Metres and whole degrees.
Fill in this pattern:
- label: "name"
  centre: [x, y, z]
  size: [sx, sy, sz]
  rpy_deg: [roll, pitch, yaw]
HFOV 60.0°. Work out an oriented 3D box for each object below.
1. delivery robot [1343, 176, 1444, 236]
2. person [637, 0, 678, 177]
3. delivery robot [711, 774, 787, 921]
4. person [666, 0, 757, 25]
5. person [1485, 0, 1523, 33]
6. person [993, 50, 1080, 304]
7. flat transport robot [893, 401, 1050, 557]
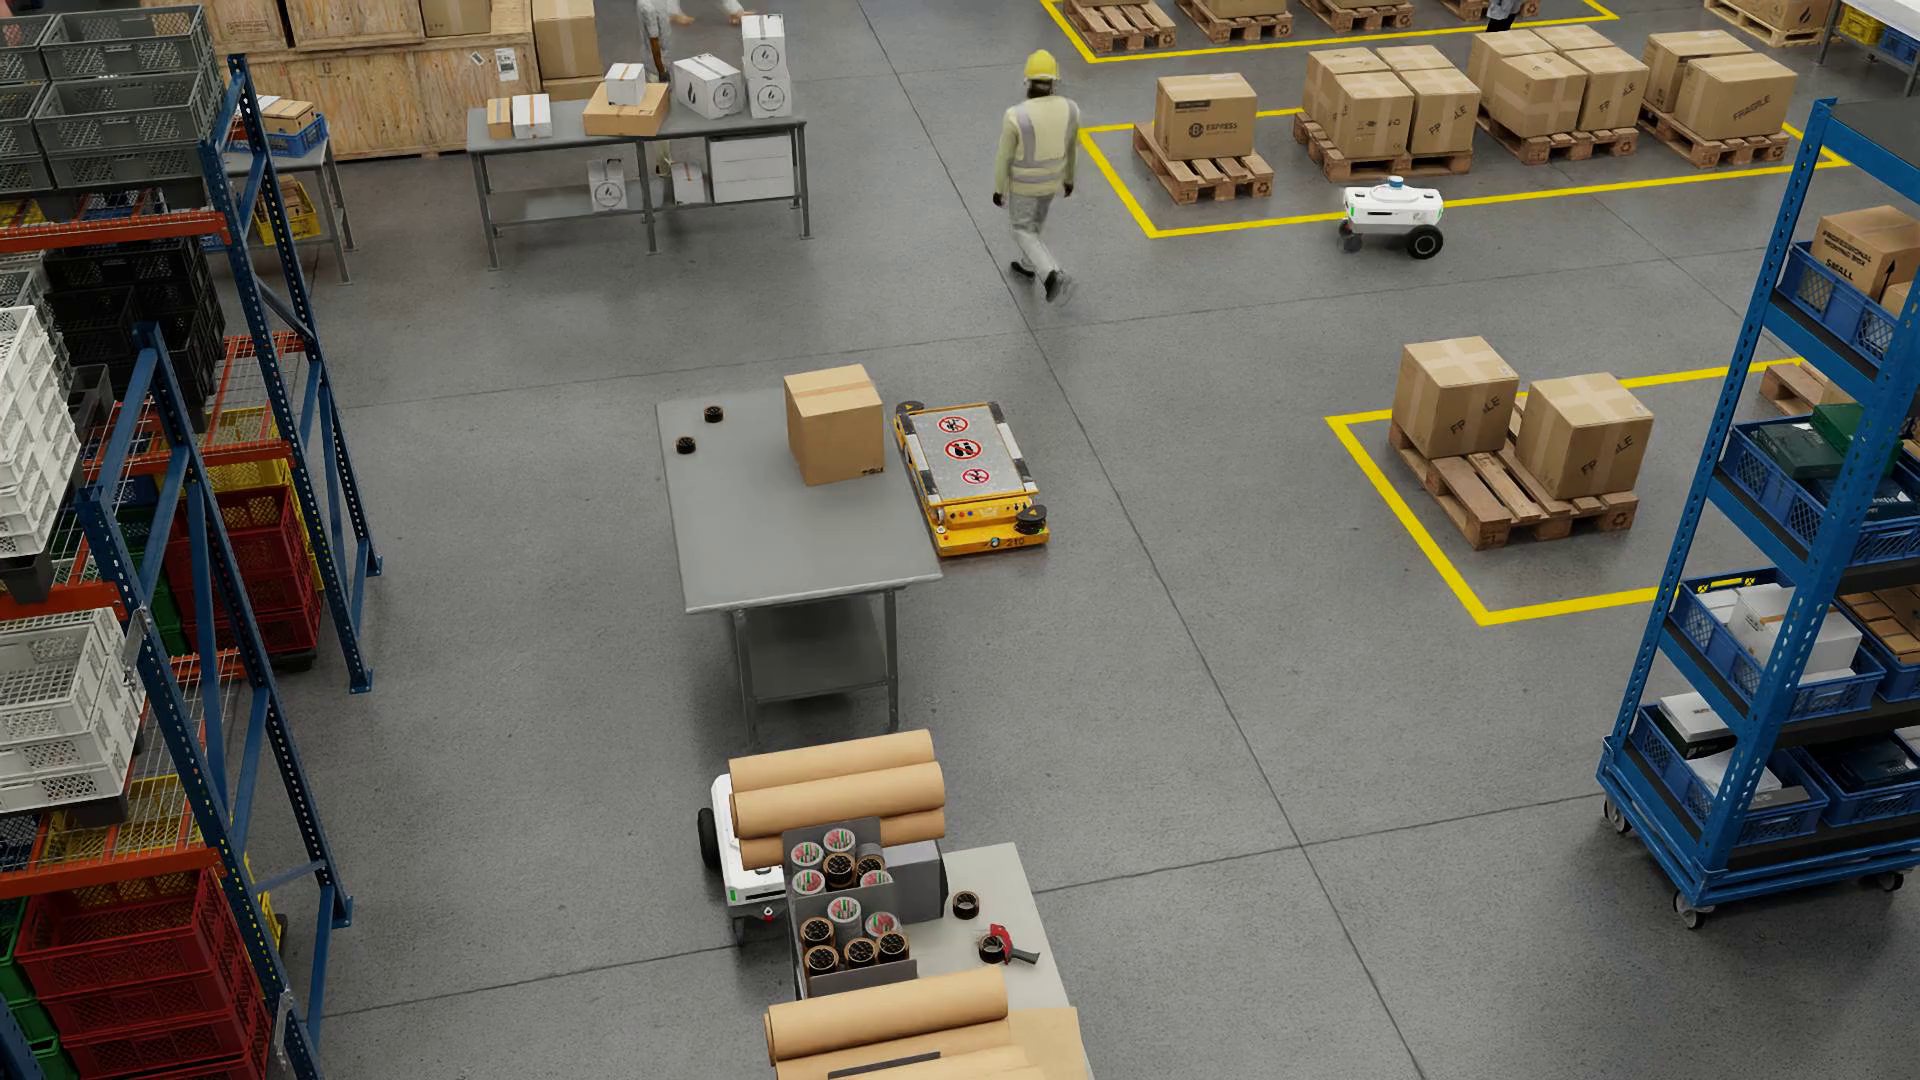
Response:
- label: "delivery robot"
  centre: [3.272, -2.515, 12.599]
  size: [0.707, 0.478, 0.477]
  rpy_deg: [2, 37, 2]
- label: "person"
  centre: [-2.364, -3.740, 13.234]
  size: [0.328, 1.865, 0.519]
  rpy_deg: [-7, 37, -10]
- label: "delivery robot"
  centre: [-0.905, 1.343, 7.414]
  size: [0.477, 0.478, 0.707]
  rpy_deg: [-8, 37, -10]
- label: "person"
  centre: [-2.531, -5.879, 16.172]
  size: [0.974, 1.782, 0.636]
  rpy_deg: [10, 38, 14]
- label: "person"
  centre: [5.017, -5.027, 15.103]
  size: [0.531, 1.692, 0.320]
  rpy_deg: [-30, 46, -34]
- label: "person"
  centre: [0.542, -2.537, 11.678]
  size: [0.637, 1.793, 0.769]
  rpy_deg: [-17, 40, -22]
- label: "flat transport robot"
  centre: [0.046, -0.430, 10.108]
  size: [0.652, 0.197, 1.431]
  rpy_deg: [-8, 37, -10]
